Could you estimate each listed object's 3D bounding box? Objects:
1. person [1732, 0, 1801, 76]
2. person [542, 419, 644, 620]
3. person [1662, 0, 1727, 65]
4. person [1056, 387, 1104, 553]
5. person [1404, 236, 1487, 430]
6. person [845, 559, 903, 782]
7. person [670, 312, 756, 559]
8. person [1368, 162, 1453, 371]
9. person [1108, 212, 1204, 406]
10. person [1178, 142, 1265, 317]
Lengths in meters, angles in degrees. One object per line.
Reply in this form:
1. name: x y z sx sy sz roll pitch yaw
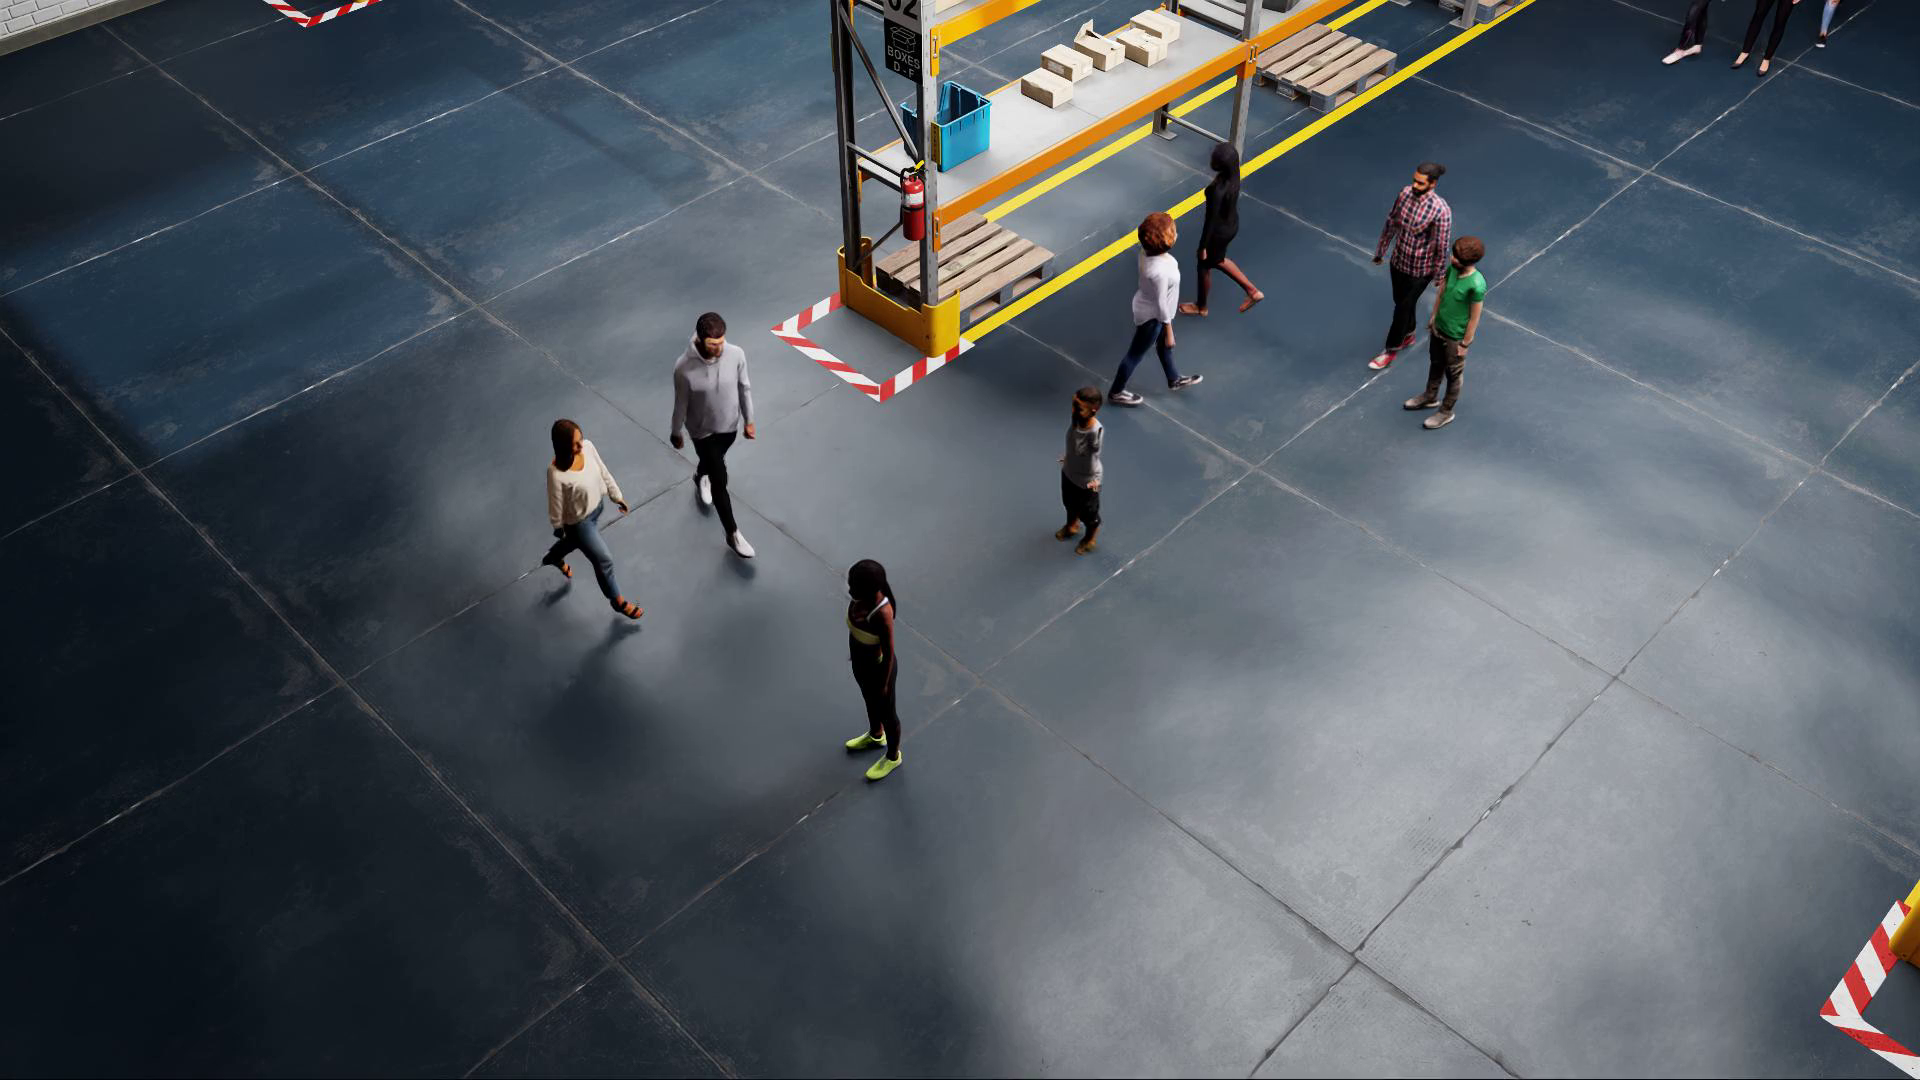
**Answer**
1. person: 8.155 -5.493 16.484 0.609 1.792 0.520 33 52 29
2. person: -2.571 -0.192 11.029 0.939 1.642 1.091 14 45 14
3. person: 7.598 -5.622 16.673 0.883 1.720 0.784 -15 46 -15
4. person: 0.851 -0.526 11.514 0.559 1.456 0.603 -25 49 -24
5. person: 3.709 -1.580 12.479 0.654 1.651 0.660 -16 46 -16
6. person: -0.504 0.742 9.965 0.600 1.757 0.612 -21 47 -20
7. person: -1.755 -0.858 11.559 1.220 1.874 0.939 -23 48 -23
8. person: 3.620 -2.204 13.064 0.914 1.748 0.837 -23 48 -22
9. person: 1.350 -1.725 12.610 1.096 1.681 1.042 0 44 0
10. person: 2.152 -2.422 13.332 0.944 1.694 0.986 17 46 17
